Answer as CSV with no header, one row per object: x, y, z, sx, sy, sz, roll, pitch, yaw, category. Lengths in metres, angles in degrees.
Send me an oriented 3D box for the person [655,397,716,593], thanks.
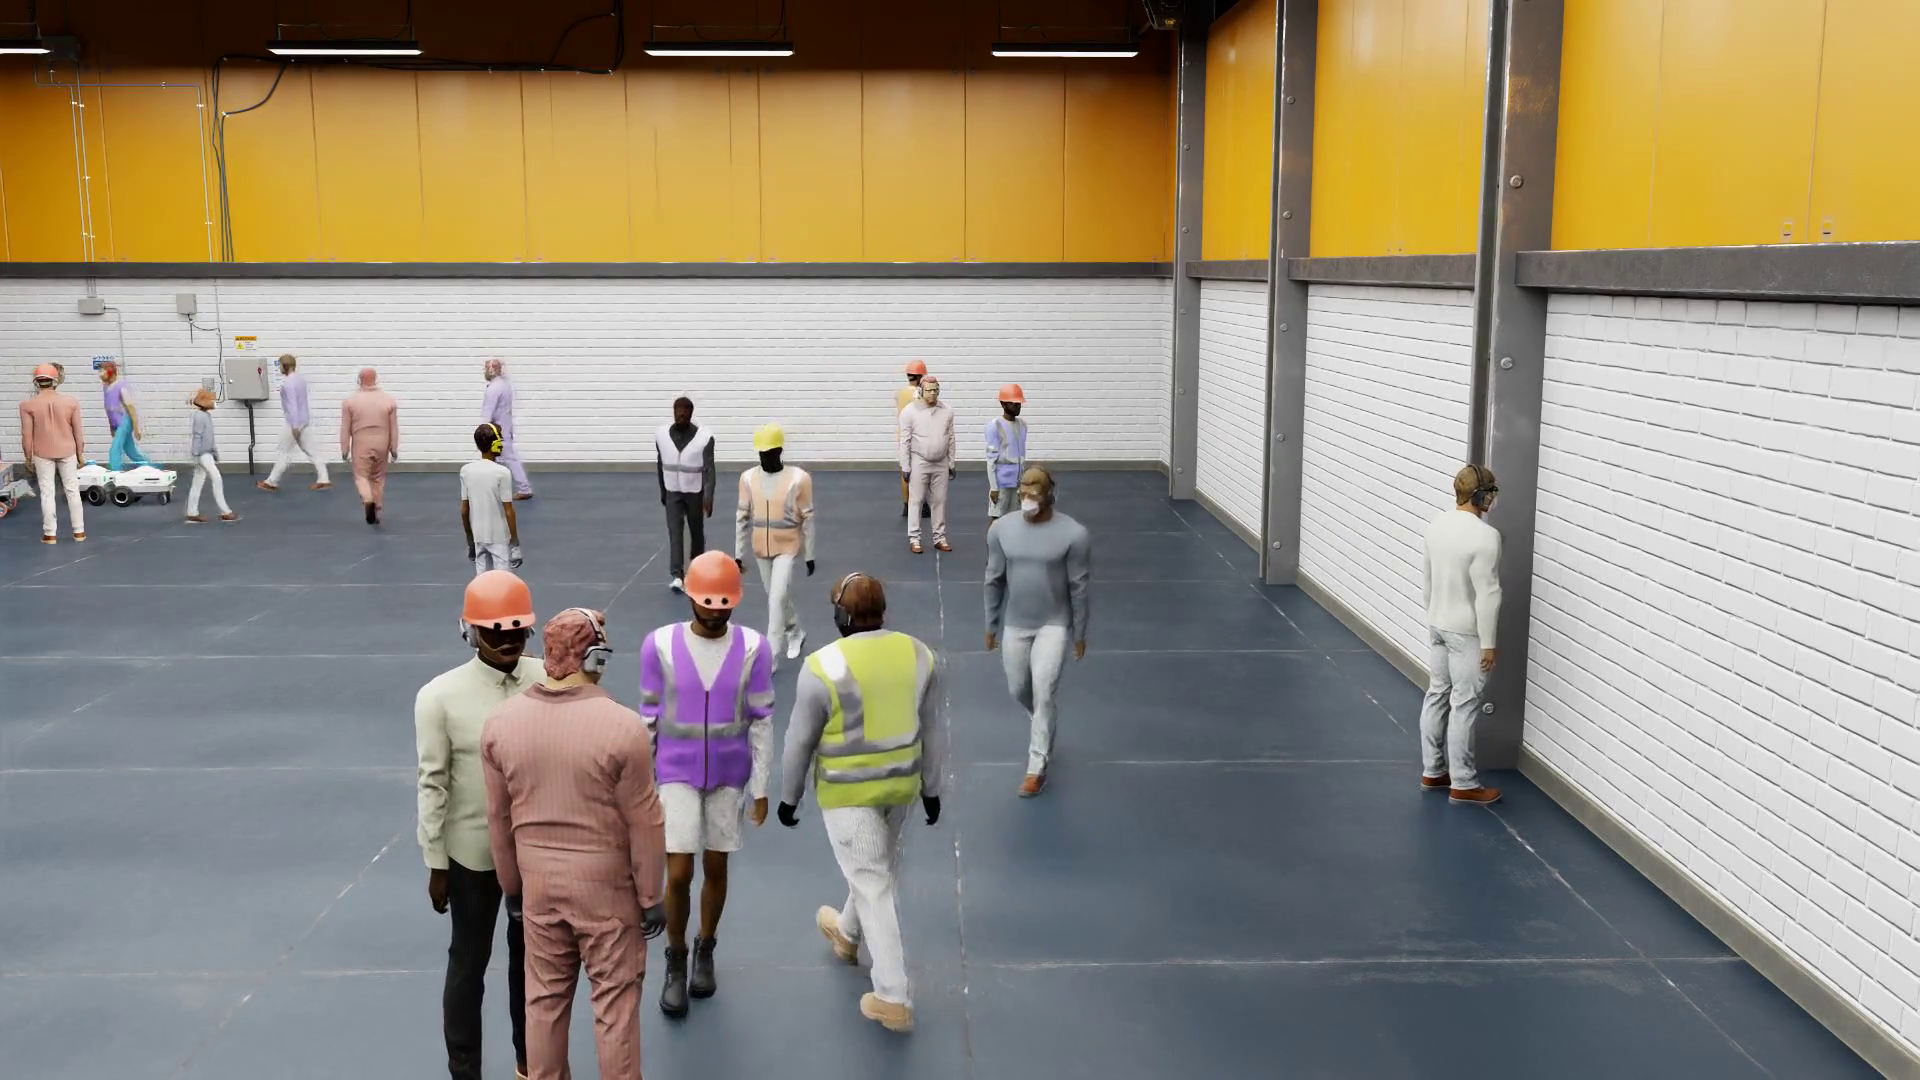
-2.590,-0.436,15.735,0.597,1.833,1.062,1,9,4,person

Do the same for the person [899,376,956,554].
-0.330,-0.802,17.786,0.644,1.903,0.401,-5,10,-26,person

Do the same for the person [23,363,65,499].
-11.996,-1.423,21.892,0.776,1.814,0.543,-7,12,-37,person

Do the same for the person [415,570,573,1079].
-1.615,1.083,5.920,0.395,1.993,0.616,9,13,44,person

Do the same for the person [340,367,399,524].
-6.941,-1.094,19.618,0.673,1.881,0.711,-5,11,-30,person

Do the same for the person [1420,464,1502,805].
2.861,0.530,9.490,0.375,1.939,0.628,-3,10,-16,person

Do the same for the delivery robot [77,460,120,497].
-11.215,-0.787,21.504,0.707,0.478,0.477,3,10,16,delivery robot

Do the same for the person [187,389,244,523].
-8.921,-0.999,19.865,0.745,1.597,0.521,-2,10,-15,person

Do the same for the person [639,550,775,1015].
-1.031,0.984,6.796,0.571,1.906,0.636,-2,10,-14,person

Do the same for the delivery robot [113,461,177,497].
-10.481,-0.769,21.394,0.707,0.478,0.477,-2,9,-12,delivery robot

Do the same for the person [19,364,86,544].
-10.036,-0.953,18.415,0.612,1.991,0.391,-7,11,-36,person

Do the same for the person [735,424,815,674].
-1.393,0.048,12.659,0.604,1.887,0.967,3,10,20,person

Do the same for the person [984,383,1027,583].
0.480,-0.558,16.160,0.372,1.939,0.544,8,13,42,person

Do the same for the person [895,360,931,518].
-0.532,-1.232,20.314,0.393,1.935,0.550,-8,13,-42,person

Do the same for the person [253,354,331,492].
-9.082,-1.579,22.602,1.030,1.882,0.653,0,9,-3,person

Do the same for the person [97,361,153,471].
-11.416,-1.558,22.763,0.611,1.796,0.921,9,13,43,person

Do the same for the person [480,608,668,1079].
-1.281,1.170,5.685,0.639,1.902,0.407,3,10,16,person

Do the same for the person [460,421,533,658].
-3.587,0.025,12.787,0.521,1.874,0.328,4,10,25,person

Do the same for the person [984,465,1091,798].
0.478,0.489,9.837,0.640,1.916,0.847,3,10,20,person

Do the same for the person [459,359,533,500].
-6.087,-1.434,21.778,0.992,1.855,0.655,-1,9,-4,person

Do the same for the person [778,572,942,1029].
-0.445,1.023,6.898,0.645,1.790,0.970,-7,12,-38,person
